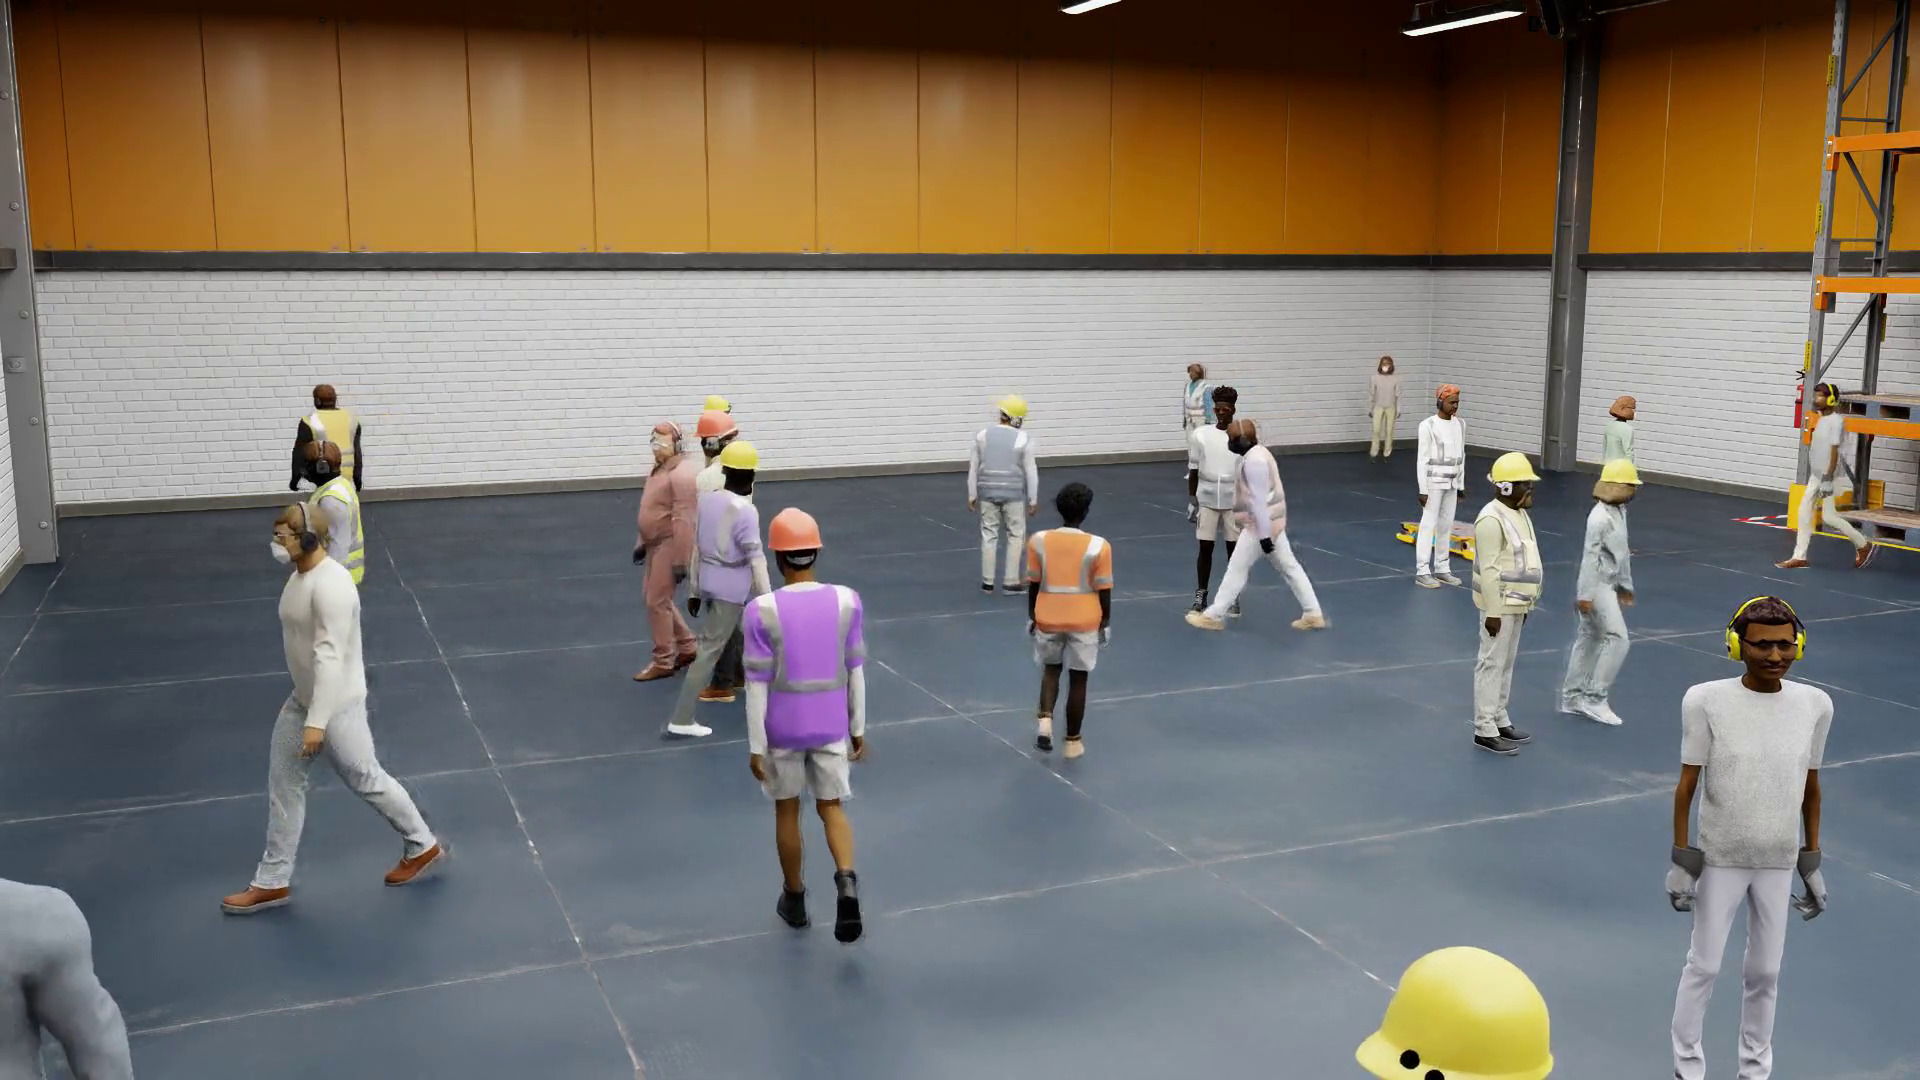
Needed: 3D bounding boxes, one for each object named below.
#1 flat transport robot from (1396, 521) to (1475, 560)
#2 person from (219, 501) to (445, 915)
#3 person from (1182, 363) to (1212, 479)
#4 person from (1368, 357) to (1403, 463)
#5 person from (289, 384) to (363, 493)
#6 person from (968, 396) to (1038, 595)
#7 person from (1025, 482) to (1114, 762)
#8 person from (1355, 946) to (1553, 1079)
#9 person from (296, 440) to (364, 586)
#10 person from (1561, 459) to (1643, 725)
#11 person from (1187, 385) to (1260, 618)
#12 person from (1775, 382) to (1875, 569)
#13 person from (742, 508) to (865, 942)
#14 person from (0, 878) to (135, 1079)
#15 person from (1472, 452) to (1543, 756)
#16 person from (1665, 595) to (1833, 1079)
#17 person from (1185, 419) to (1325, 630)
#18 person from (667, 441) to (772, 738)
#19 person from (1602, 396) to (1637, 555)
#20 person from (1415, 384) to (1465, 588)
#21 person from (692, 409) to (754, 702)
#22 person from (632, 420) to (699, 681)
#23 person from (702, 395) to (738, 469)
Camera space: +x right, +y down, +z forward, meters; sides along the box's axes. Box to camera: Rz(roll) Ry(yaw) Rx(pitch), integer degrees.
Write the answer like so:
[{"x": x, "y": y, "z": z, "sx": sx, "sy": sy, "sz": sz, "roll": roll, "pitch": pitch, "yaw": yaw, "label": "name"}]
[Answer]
[{"x": 5.217, "y": -0.014, "z": 17.277, "sx": 0.652, "sy": 0.197, "sz": 1.431, "roll": -3, "pitch": 10, "yaw": -18, "label": "flat transport robot"}, {"x": -2.913, "y": 0.753, "z": 7.734, "sx": 1.002, "sy": 1.899, "sz": 0.636, "roll": -8, "pitch": 12, "yaw": -40, "label": "person"}, {"x": 3.332, "y": -1.650, "z": 23.127, "sx": 0.434, "sy": 1.626, "sz": 0.516, "roll": -6, "pitch": 11, "yaw": -34, "label": "person"}, {"x": 6.337, "y": -1.925, "z": 24.811, "sx": 0.508, "sy": 1.597, "sz": 0.801, "roll": 3, "pitch": 10, "yaw": 17, "label": "person"}, {"x": -6.272, "y": -0.636, "z": 16.431, "sx": 0.949, "sy": 1.791, "sz": 0.641, "roll": 7, "pitch": 12, "yaw": 36, "label": "person"}, {"x": 0.388, "y": -0.388, "z": 14.929, "sx": 0.658, "sy": 1.802, "sz": 0.404, "roll": 3, "pitch": 10, "yaw": 19, "label": "person"}, {"x": 0.662, "y": 0.489, "z": 9.940, "sx": 0.544, "sy": 1.680, "sz": 0.365, "roll": 3, "pitch": 10, "yaw": 20, "label": "person"}, {"x": 0.781, "y": 1.598, "z": 2.669, "sx": 0.367, "sy": 1.873, "sz": 0.588, "roll": 1, "pitch": 9, "yaw": 3, "label": "person"}, {"x": -4.097, "y": 0.266, "z": 10.832, "sx": 0.429, "sy": 1.842, "sz": 0.635, "roll": -3, "pitch": 10, "yaw": -19, "label": "person"}, {"x": 4.202, "y": 0.330, "z": 10.786, "sx": 0.560, "sy": 1.723, "sz": 0.499, "roll": 5, "pitch": 11, "yaw": 30, "label": "person"}, {"x": 2.209, "y": -0.324, "z": 14.027, "sx": 0.600, "sy": 1.967, "sz": 0.368, "roll": 3, "pitch": 10, "yaw": 17, "label": "person"}, {"x": 8.469, "y": -0.612, "z": 16.159, "sx": 0.820, "sy": 1.847, "sz": 0.522, "roll": 0, "pitch": 9, "yaw": 2, "label": "person"}, {"x": -0.662, "y": 0.819, "z": 7.235, "sx": 0.552, "sy": 1.916, "sz": 0.700, "roll": -3, "pitch": 10, "yaw": -20, "label": "person"}, {"x": -2.243, "y": 1.383, "z": 3.880, "sx": 0.653, "sy": 1.891, "sz": 0.972, "roll": 0, "pitch": 9, "yaw": 1, "label": "person"}, {"x": 3.343, "y": 0.378, "z": 10.172, "sx": 0.404, "sy": 1.837, "sz": 0.588, "roll": 6, "pitch": 11, "yaw": 33, "label": "person"}, {"x": 2.688, "y": 1.104, "z": 5.670, "sx": 0.532, "sy": 1.871, "sz": 0.321, "roll": 0, "pitch": 9, "yaw": 3, "label": "person"}, {"x": 2.446, "y": -0.109, "z": 13.460, "sx": 1.128, "sy": 1.746, "sz": 0.640, "roll": 3, "pitch": 10, "yaw": 18, "label": "person"}, {"x": -1.424, "y": 0.303, "z": 10.543, "sx": 1.079, "sy": 1.862, "sz": 0.596, "roll": -6, "pitch": 11, "yaw": -33, "label": "person"}, {"x": 6.788, "y": -0.669, "z": 17.126, "sx": 0.280, "sy": 1.631, "sz": 0.507, "roll": -1, "pitch": 9, "yaw": -6, "label": "person"}, {"x": 4.437, "y": -0.498, "z": 15.350, "sx": 0.576, "sy": 1.882, "sz": 0.338, "roll": -6, "pitch": 11, "yaw": -34, "label": "person"}, {"x": -1.621, "y": 0.105, "z": 11.343, "sx": 0.377, "sy": 1.995, "sz": 0.611, "roll": 4, "pitch": 10, "yaw": 21, "label": "person"}, {"x": -2.117, "y": 0.075, "z": 11.881, "sx": 0.493, "sy": 1.874, "sz": 0.682, "roll": -4, "pitch": 10, "yaw": -25, "label": "person"}, {"x": -2.247, "y": -0.472, "z": 15.561, "sx": 0.343, "sy": 1.760, "sz": 0.545, "roll": -7, "pitch": 12, "yaw": -37, "label": "person"}]
